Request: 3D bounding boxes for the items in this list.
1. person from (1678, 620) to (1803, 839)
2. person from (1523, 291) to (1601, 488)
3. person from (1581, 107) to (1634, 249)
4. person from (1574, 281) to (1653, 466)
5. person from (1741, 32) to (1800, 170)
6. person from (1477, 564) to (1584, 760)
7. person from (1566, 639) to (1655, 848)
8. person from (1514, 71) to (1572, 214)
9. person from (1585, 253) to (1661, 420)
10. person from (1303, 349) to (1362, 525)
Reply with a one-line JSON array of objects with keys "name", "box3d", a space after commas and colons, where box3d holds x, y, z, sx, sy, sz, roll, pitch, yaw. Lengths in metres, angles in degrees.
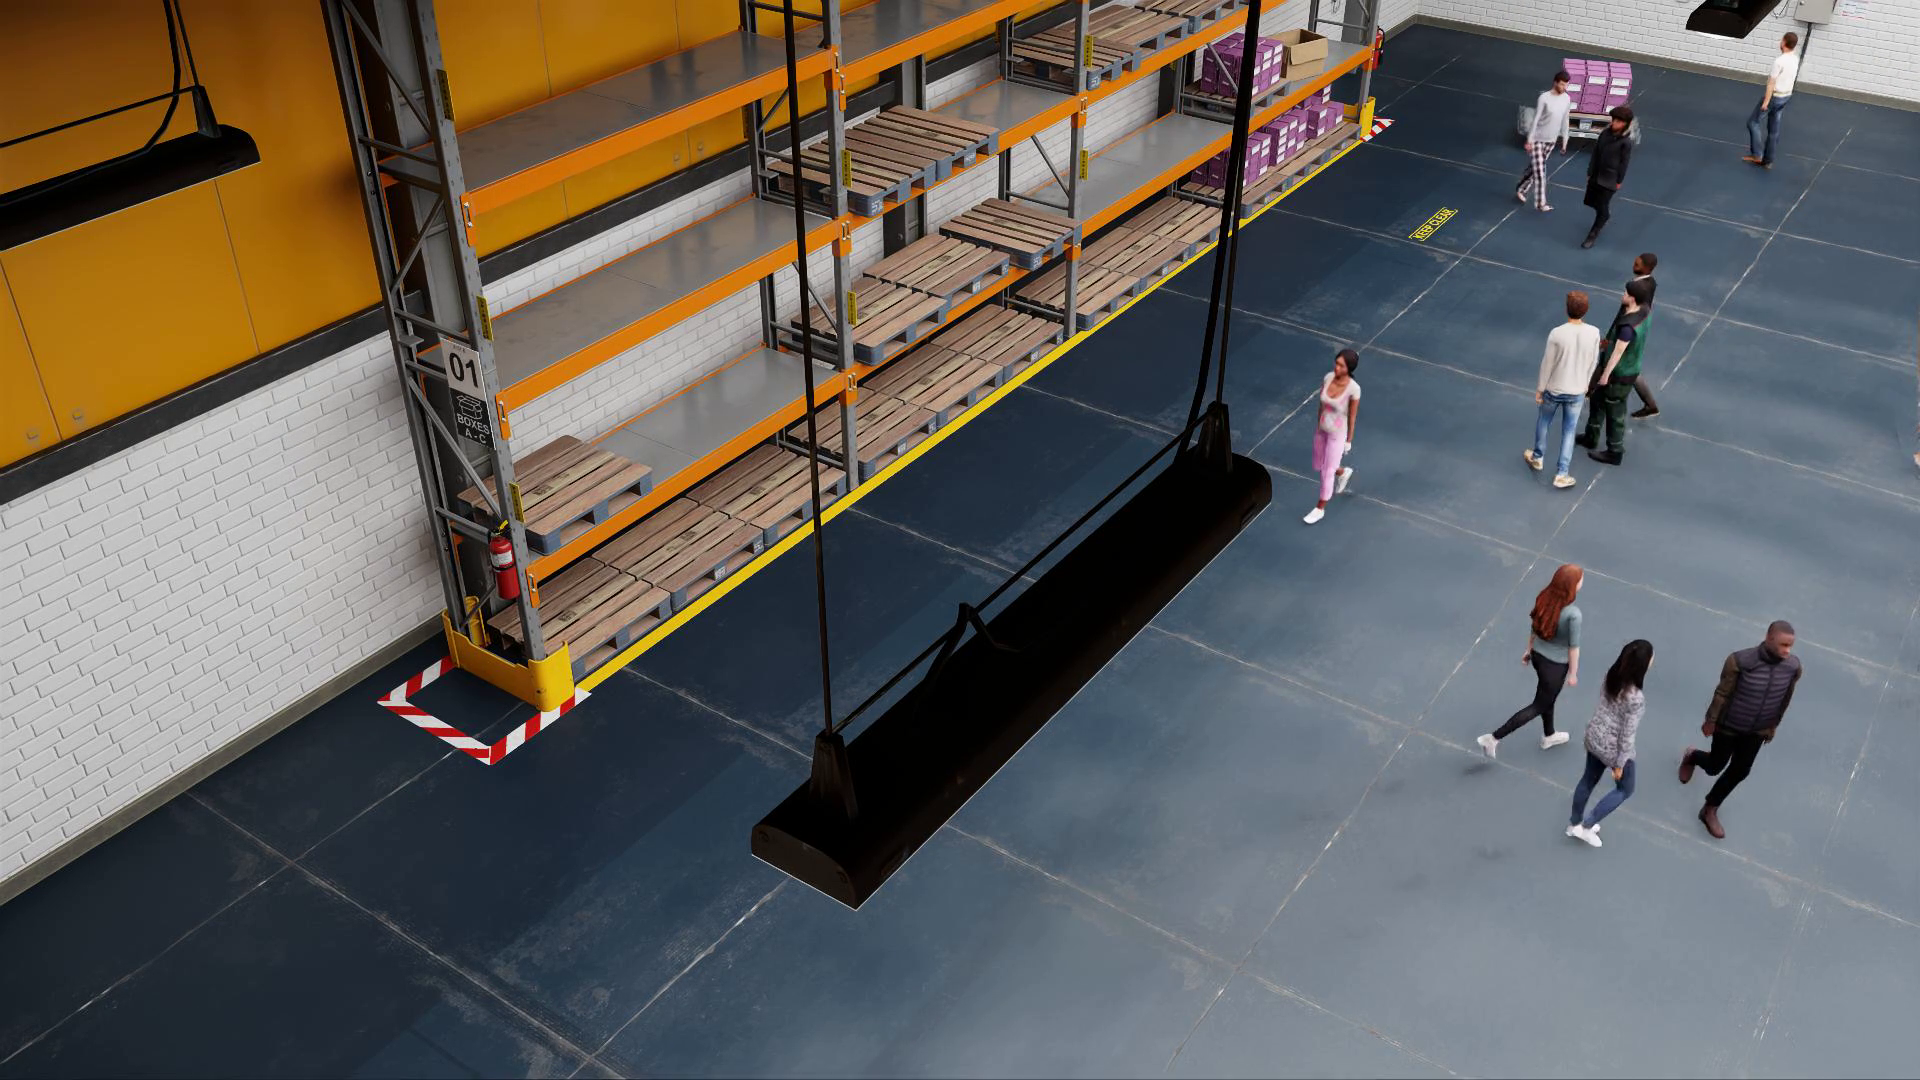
[{"name": "person", "box3d": [5.540, 1.263, 11.827, 0.976, 1.812, 1.077, 2, 34, 3]}, {"name": "person", "box3d": [5.769, -1.403, 15.780, 0.908, 1.876, 1.032, 8, 34, 12]}, {"name": "person", "box3d": [8.017, -4.517, 20.563, 0.986, 1.767, 0.784, -24, 41, -32]}, {"name": "person", "box3d": [6.473, -1.595, 16.061, 0.779, 1.885, 0.753, 18, 38, 25]}, {"name": "person", "box3d": [11.188, -5.950, 22.656, 0.765, 1.838, 0.870, -17, 37, -24]}, {"name": "person", "box3d": [4.320, 0.956, 12.374, 1.171, 1.717, 1.009, -11, 35, -17]}, {"name": "person", "box3d": [4.465, 1.441, 11.646, 0.801, 1.717, 0.749, -7, 34, -11]}, {"name": "person", "box3d": [7.521, -5.204, 21.567, 1.164, 1.800, 1.152, -8, 35, -12]}, {"name": "person", "box3d": [6.838, -2.016, 16.812, 0.769, 1.754, 1.150, 18, 38, 25]}, {"name": "person", "box3d": [3.478, -0.977, 15.275, 0.995, 1.725, 0.736, -24, 41, -32]}]
